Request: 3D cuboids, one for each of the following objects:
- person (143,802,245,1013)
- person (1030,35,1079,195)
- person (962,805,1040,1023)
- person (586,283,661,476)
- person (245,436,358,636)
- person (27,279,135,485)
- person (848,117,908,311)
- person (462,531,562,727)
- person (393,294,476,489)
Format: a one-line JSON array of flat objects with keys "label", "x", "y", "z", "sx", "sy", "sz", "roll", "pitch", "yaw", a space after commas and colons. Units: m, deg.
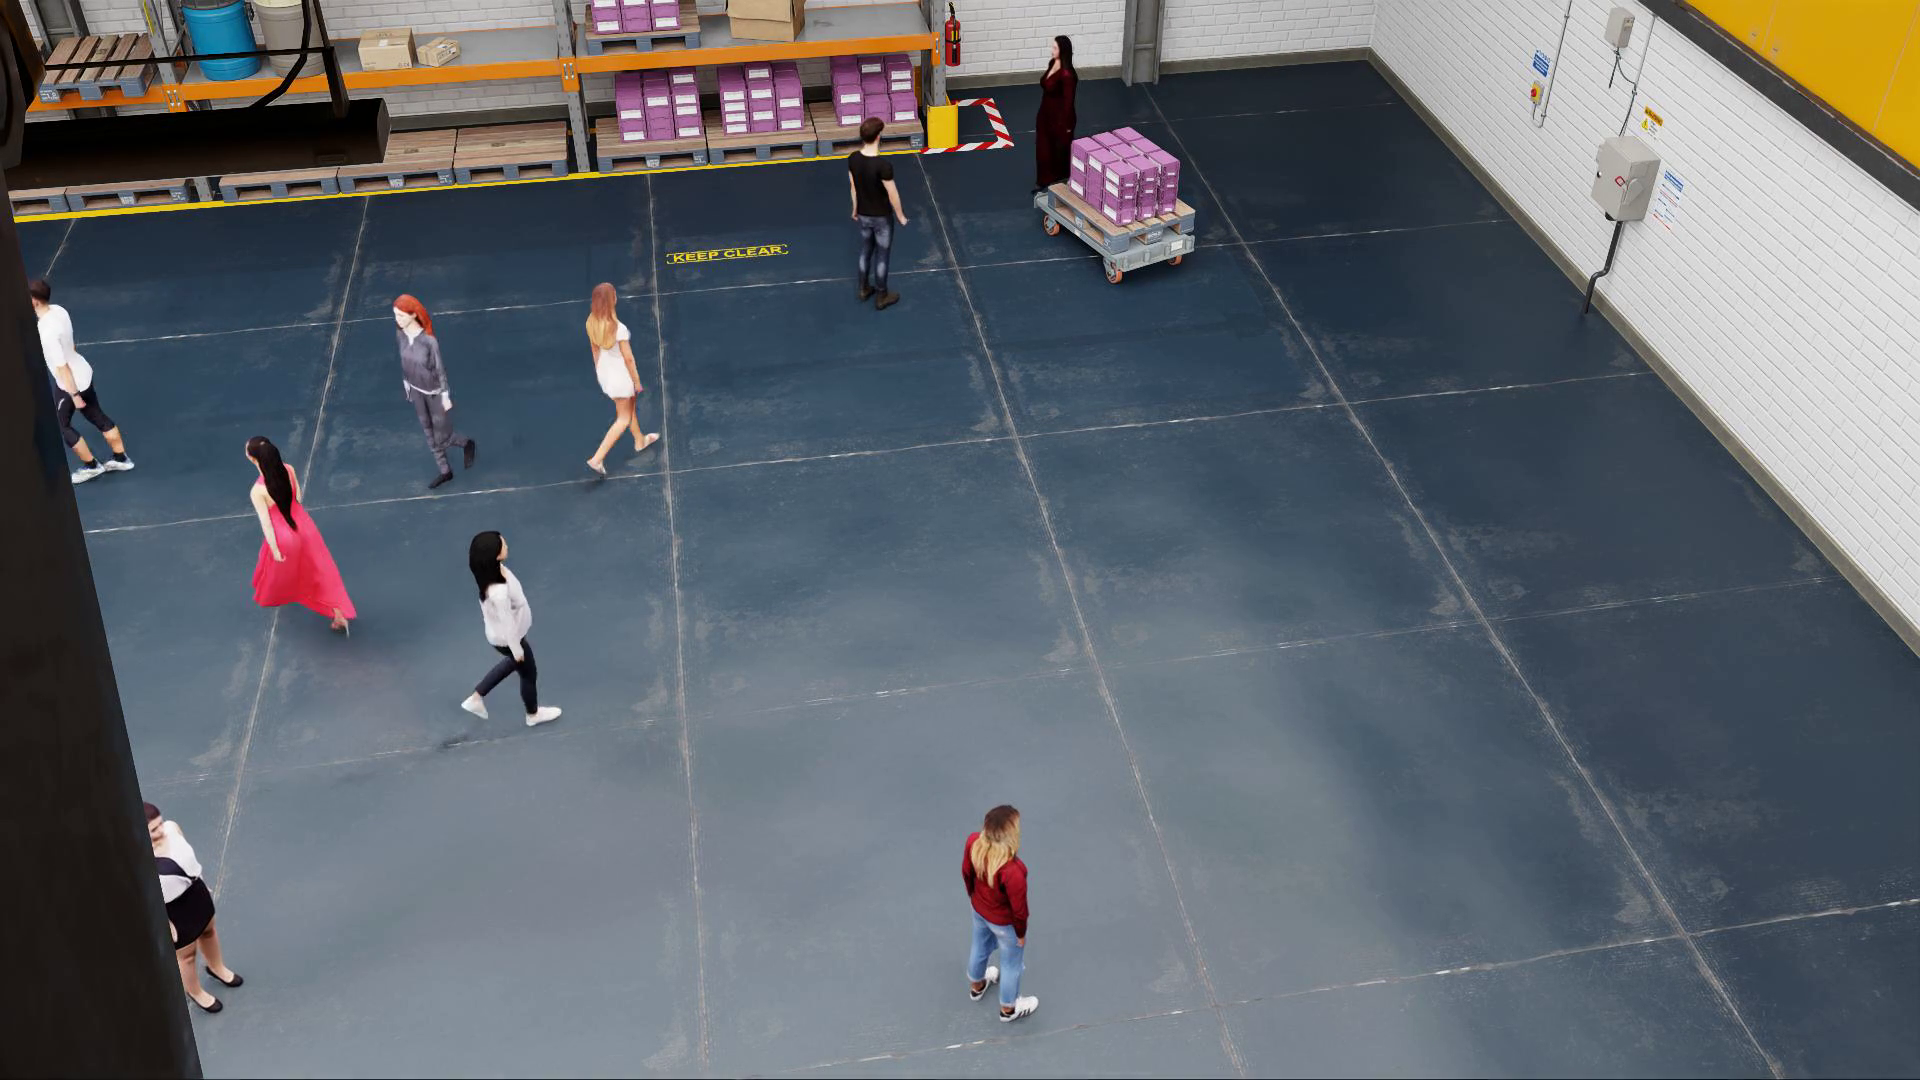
[{"label": "person", "x": -4.417, "y": 2.061, "z": 9.411, "sx": 0.615, "sy": 1.648, "sz": 0.608, "roll": 7, "pitch": 39, "yaw": 9}, {"label": "person", "x": 1.116, "y": -4.451, "z": 17.492, "sx": 1.053, "sy": 1.738, "sz": 0.789, "roll": -14, "pitch": 41, "yaw": -17}, {"label": "person", "x": 0.216, "y": 2.092, "z": 9.383, "sx": 0.676, "sy": 1.634, "sz": 0.696, "roll": 32, "pitch": 48, "yaw": 33}, {"label": "person", "x": -2.849, "y": -1.297, "z": 13.594, "sx": 1.008, "sy": 1.674, "sz": 1.097, "roll": 25, "pitch": 45, "yaw": 28}, {"label": "person", "x": -4.726, "y": 0.015, "z": 11.947, "sx": 1.177, "sy": 1.679, "sz": 1.054, "roll": 20, "pitch": 43, "yaw": 23}, {"label": "person", "x": -7.103, "y": -1.308, "z": 13.477, "sx": 0.707, "sy": 1.837, "sz": 0.646, "roll": -6, "pitch": 39, "yaw": -7}, {"label": "person", "x": -0.807, "y": -3.033, "z": 15.594, "sx": 0.795, "sy": 1.892, "sz": 0.855, "roll": 24, "pitch": 44, "yaw": 27}, {"label": "person", "x": -3.115, "y": 0.653, "z": 11.145, "sx": 0.935, "sy": 1.684, "sz": 0.751, "roll": -16, "pitch": 41, "yaw": -20}, {"label": "person", "x": -4.224, "y": -1.216, "z": 13.423, "sx": 0.794, "sy": 1.762, "sz": 0.848, "roll": 19, "pitch": 42, "yaw": 23}]
